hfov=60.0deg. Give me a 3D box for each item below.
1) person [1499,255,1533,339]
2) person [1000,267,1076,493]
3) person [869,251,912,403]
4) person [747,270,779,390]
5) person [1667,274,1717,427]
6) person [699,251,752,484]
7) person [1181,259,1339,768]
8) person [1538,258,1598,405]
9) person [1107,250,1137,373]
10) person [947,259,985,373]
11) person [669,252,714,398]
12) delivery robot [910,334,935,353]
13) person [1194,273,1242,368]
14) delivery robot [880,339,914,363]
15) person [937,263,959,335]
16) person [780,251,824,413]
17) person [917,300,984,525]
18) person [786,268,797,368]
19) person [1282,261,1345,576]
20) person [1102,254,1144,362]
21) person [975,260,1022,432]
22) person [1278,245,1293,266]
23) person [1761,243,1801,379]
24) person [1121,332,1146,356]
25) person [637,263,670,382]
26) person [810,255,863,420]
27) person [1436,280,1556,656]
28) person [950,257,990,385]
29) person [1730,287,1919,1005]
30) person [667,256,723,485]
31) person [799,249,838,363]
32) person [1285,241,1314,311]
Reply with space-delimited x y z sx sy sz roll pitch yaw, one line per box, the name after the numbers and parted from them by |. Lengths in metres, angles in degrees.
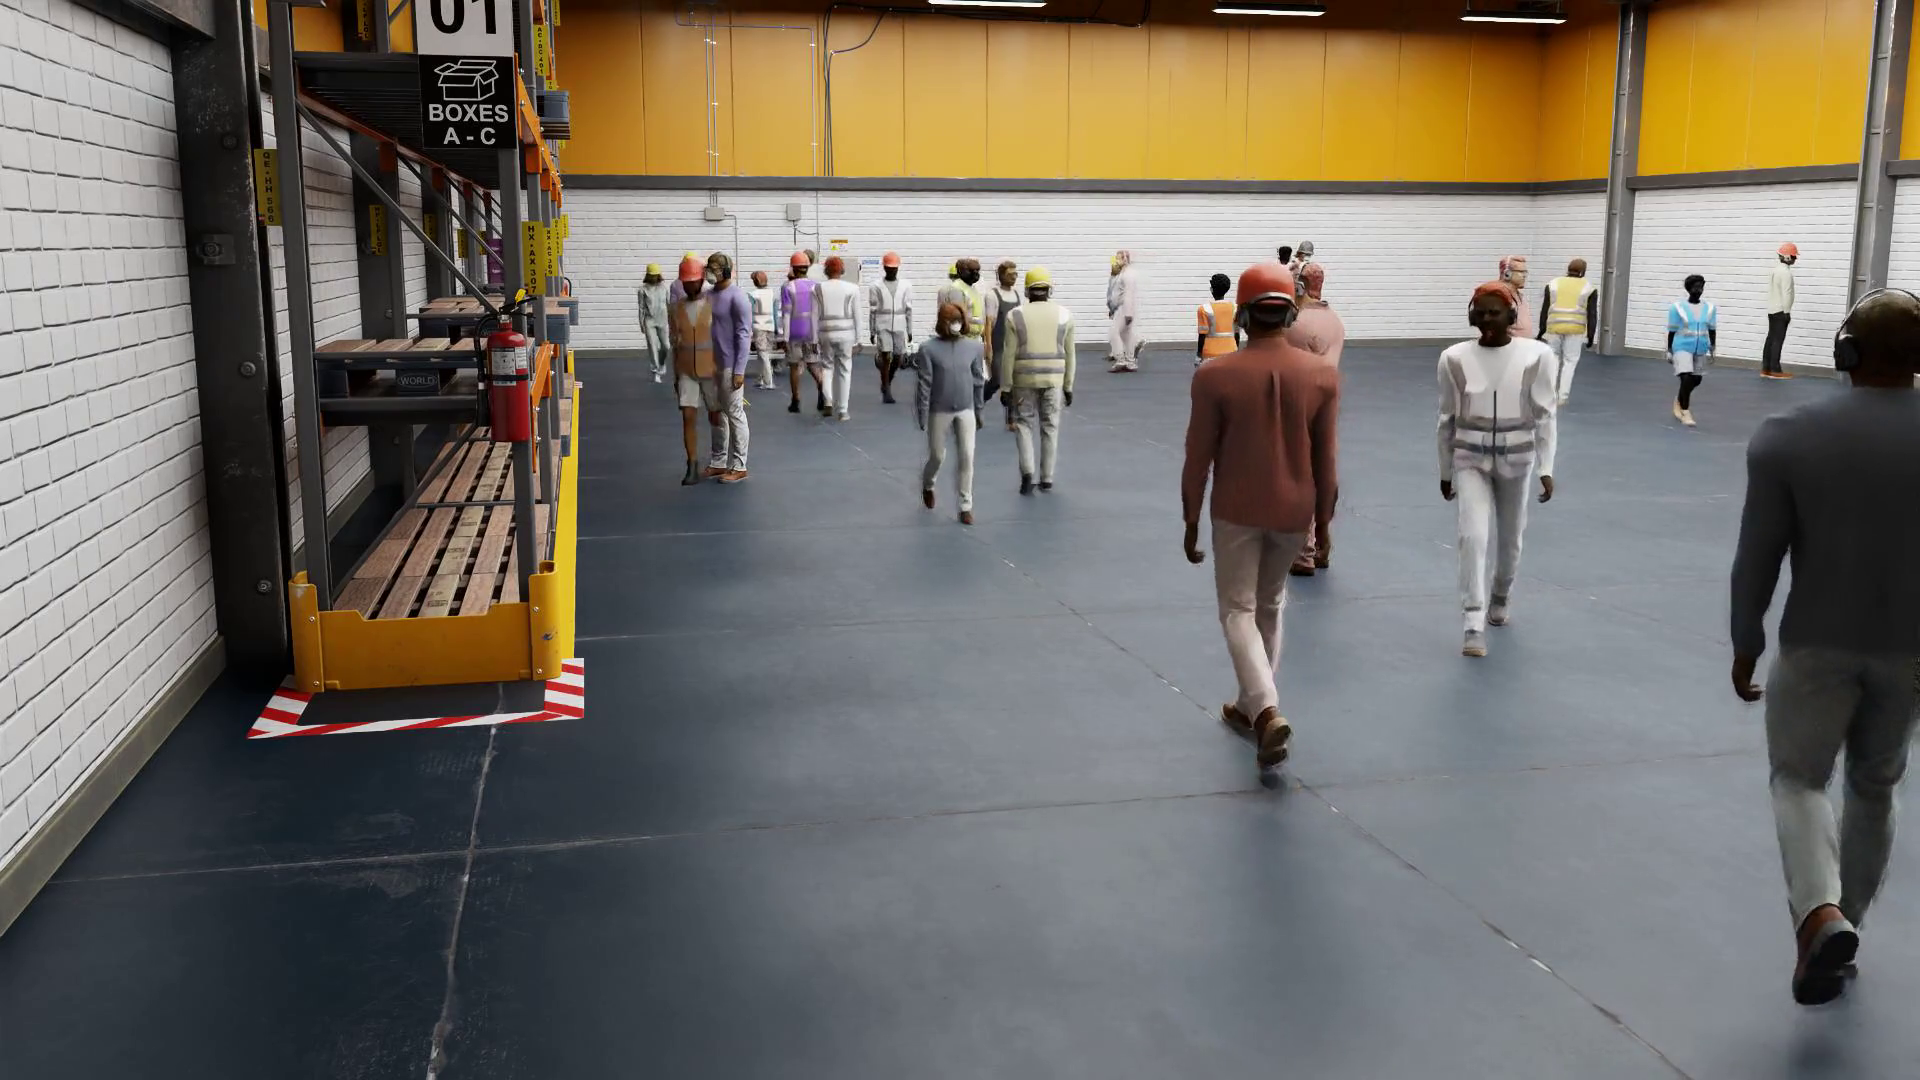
4.757 -1.513 14.460 0.409 1.910 0.640 7 13 35 | person
0.627 -1.272 13.387 0.622 1.817 0.434 -2 10 -9 | person
-0.890 -2.688 20.963 0.565 1.905 0.723 -3 11 -16 | person
-2.774 -2.864 22.732 0.663 1.612 0.540 9 13 40 | person
8.078 -2.120 18.470 0.531 1.672 0.749 -1 10 -3 | person
-2.001 -1.447 14.005 0.631 1.940 0.372 10 14 44 | person
1.190 -0.108 6.522 0.622 1.968 0.895 -2 10 -9 | person
7.523 -2.570 20.593 0.670 1.816 0.456 6 12 31 | person
2.460 -3.511 25.602 0.581 1.890 0.647 1 10 7 | person
0.064 -2.371 19.478 0.518 1.820 0.697 3 11 18 | person
-3.469 -2.797 21.643 0.597 1.893 0.933 -4 11 -23 | person
-0.434 -3.012 26.251 0.707 0.478 0.477 0 10 -2 | delivery robot
2.659 -1.892 17.141 0.536 1.696 0.318 -5 11 -24 | person
-0.989 -3.051 26.468 0.477 0.478 0.707 4 11 23 | delivery robot
-0.079 -3.097 23.762 0.523 1.719 0.916 -4 11 -23 | person
-1.809 -2.422 19.497 0.549 1.920 0.720 -5 12 -28 | person
-0.086 -0.943 12.136 0.508 1.613 0.680 -3 11 -16 | person
-2.650 -3.546 26.549 0.407 1.607 0.560 -9 14 -42 | person
2.082 -0.736 10.159 0.402 1.906 0.652 7 12 32 | person
2.752 -3.899 27.949 0.750 1.810 0.589 -3 11 -18 | person
0.435 -2.063 17.724 0.521 1.830 0.702 -8 13 -36 | person
5.344 -3.920 27.751 0.560 1.923 0.607 -7 13 -36 | person
12.125 -3.377 24.547 0.396 1.992 0.622 1 10 6 | person
2.947 -4.123 29.100 0.512 1.848 0.583 1 10 6 | person
-4.395 -3.142 24.013 0.526 1.713 0.619 -3 11 -17 | person
-1.393 -2.279 18.844 0.590 1.859 0.406 1 10 4 | person
2.706 -0.394 8.440 0.583 1.852 0.931 3 11 17 | person
0.117 -2.594 20.668 0.643 1.827 0.527 -9 14 -40 | person
2.385 0.300 4.401 0.635 1.917 0.770 3 11 19 | person
-2.175 -1.444 14.075 0.562 1.907 0.792 1 10 8 | person
-2.348 -3.860 27.530 0.764 1.896 0.662 2 10 9 | person
5.562 -3.822 26.882 0.674 2.000 0.535 -7 12 -34 | person
